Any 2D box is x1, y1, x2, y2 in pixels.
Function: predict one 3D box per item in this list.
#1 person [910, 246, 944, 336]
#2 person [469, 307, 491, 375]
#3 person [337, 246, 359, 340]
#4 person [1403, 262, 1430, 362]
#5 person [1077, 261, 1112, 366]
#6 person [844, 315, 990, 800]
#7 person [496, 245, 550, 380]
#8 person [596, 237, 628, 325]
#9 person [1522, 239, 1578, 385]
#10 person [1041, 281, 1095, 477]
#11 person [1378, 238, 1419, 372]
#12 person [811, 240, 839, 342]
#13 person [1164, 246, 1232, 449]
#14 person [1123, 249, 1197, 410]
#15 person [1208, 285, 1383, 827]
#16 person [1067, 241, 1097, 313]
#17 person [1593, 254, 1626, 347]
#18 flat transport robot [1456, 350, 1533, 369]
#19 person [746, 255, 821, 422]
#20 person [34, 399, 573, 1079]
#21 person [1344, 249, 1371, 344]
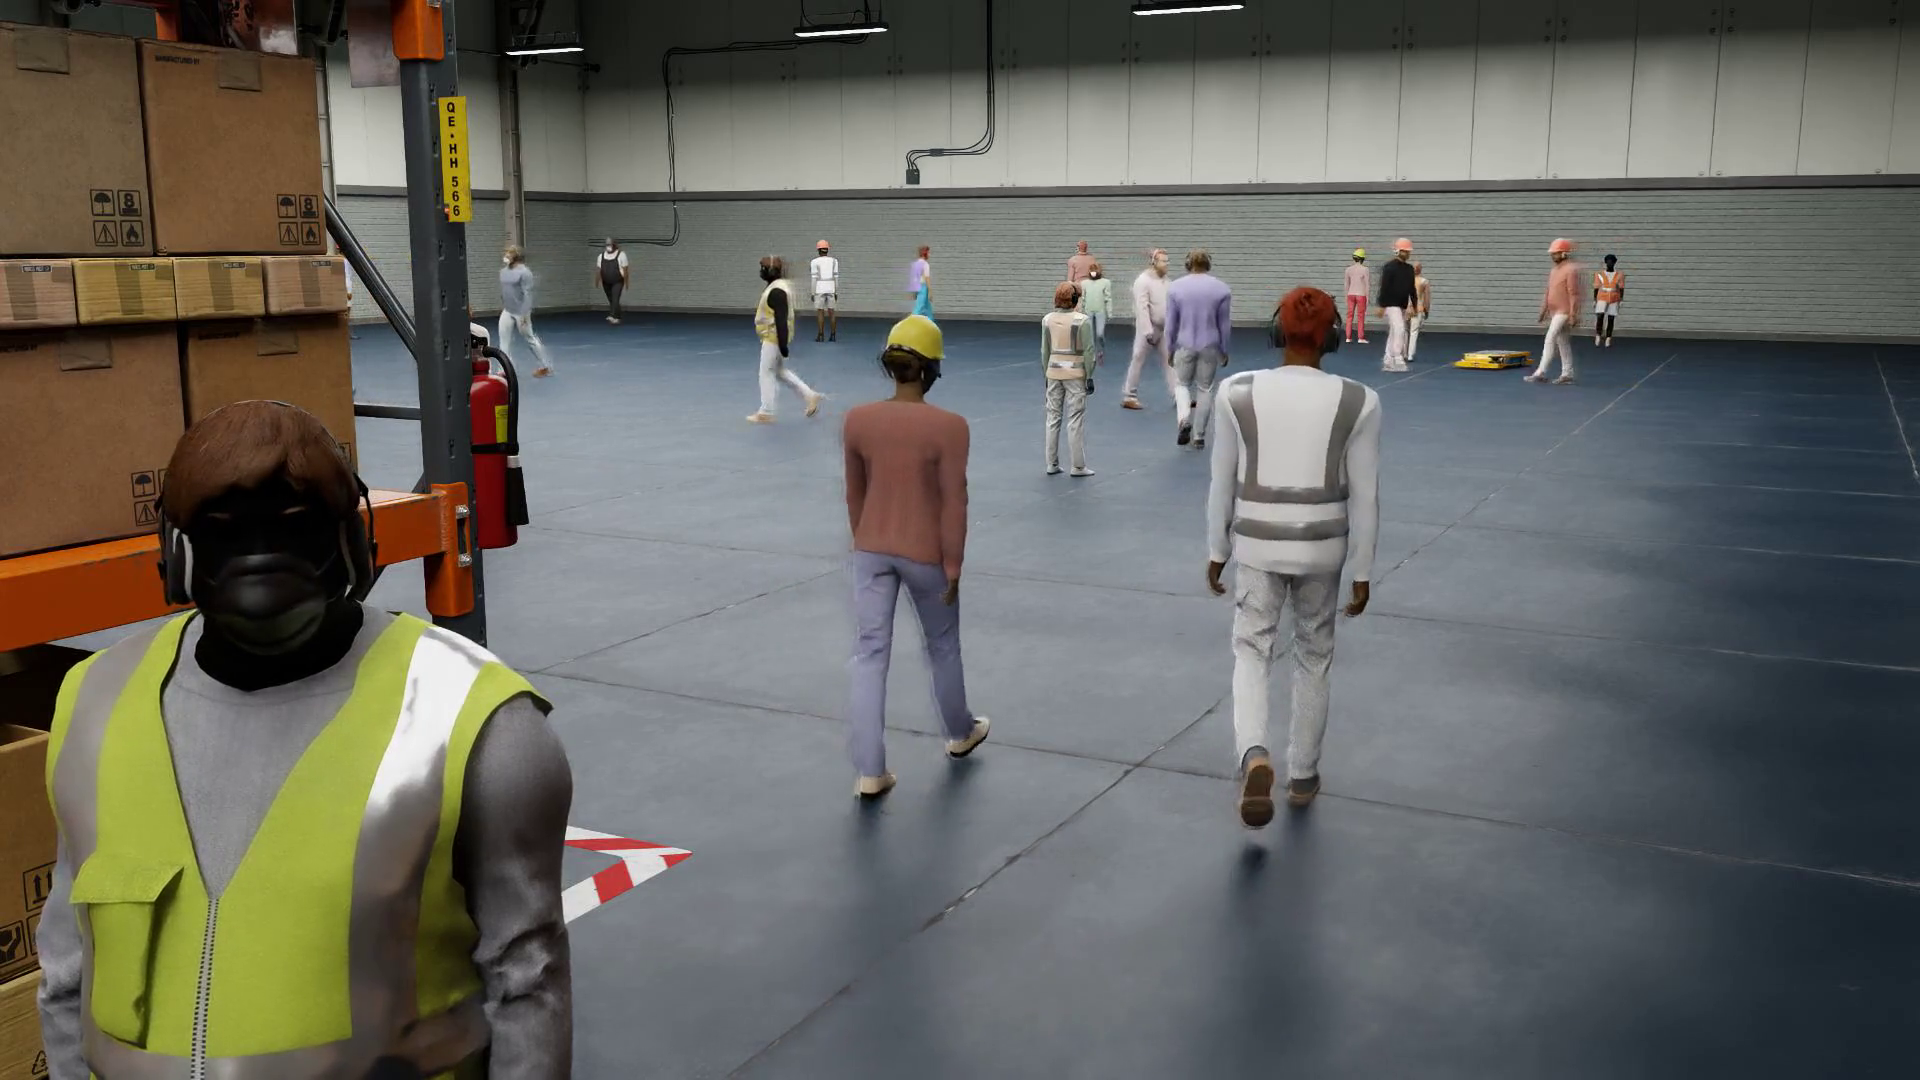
[{"bbox_3d":[-0.782,-4.975,33.296,0.943,1.809,0.573,-4,11,-20],"label":"person"},{"bbox_3d":[-3.776,-1.078,12.528,0.500,1.636,0.281,0,10,0],"label":"person"},{"bbox_3d":[-11.953,-4.868,32.381,0.378,1.932,0.551,-8,13,-37],"label":"person"},{"bbox_3d":[7.269,-3.666,26.745,0.538,1.592,0.882,3,11,17],"label":"person"},{"bbox_3d":[2.069,-3.476,25.626,0.532,1.617,0.386,3,11,17],"label":"person"},{"bbox_3d":[-0.169,0.040,6.167,0.536,1.724,0.871,4,11,21],"label":"person"},{"bbox_3d":[-6.173,-3.184,23.315,0.644,1.900,0.999,7,12,32],"label":"person"},{"bbox_3d":[-7.923,-5.901,37.721,0.701,2.000,1.023,2,11,12],"label":"person"},{"bbox_3d":[7.954,-3.060,22.432,0.887,1.960,0.659,-1,10,-4],"label":"person"},{"bbox_3d":[0.906,-1.349,13.996,0.514,1.641,0.307,8,13,37],"label":"person"},{"bbox_3d":[6.562,-3.454,24.557,0.654,1.967,0.776,-8,13,-36],"label":"person"},{"bbox_3d":[-2.581,-4.731,31.624,0.542,1.937,0.360,-5,11,-24],"label":"person"},{"bbox_3d":[2.243,-1.803,15.707,0.624,1.919,0.485,2,11,8],"label":"person"},{"bbox_3d":[2.283,-2.400,19.149,0.646,1.854,1.003,-9,14,-40],"label":"person"},{"bbox_3d":[1.134,0.059,5.716,0.591,1.862,0.749,2,11,13],"label":"person"},{"bbox_3d":[2.416,-4.996,33.141,0.647,1.913,0.409,-4,11,-22],"label":"person"},{"bbox_3d":[11.734,-4.312,30.067,0.538,1.674,0.688,3,11,16],"label":"person"},{"bbox_3d":[8.221,-2.779,25.530,0.652,0.197,1.431,8,13,38],"label":"flat transport robot"},{"bbox_3d":[-1.927,-2.179,18.049,0.746,1.818,0.626,0,10,-3],"label":"person"},{"bbox_3d":[-0.772,0.756,1.958,0.629,1.846,0.429,1,10,4],"label":"person"},{"bbox_3d":[7.446,-4.558,31.147,0.523,1.769,0.315,9,14,41],"label":"person"}]
